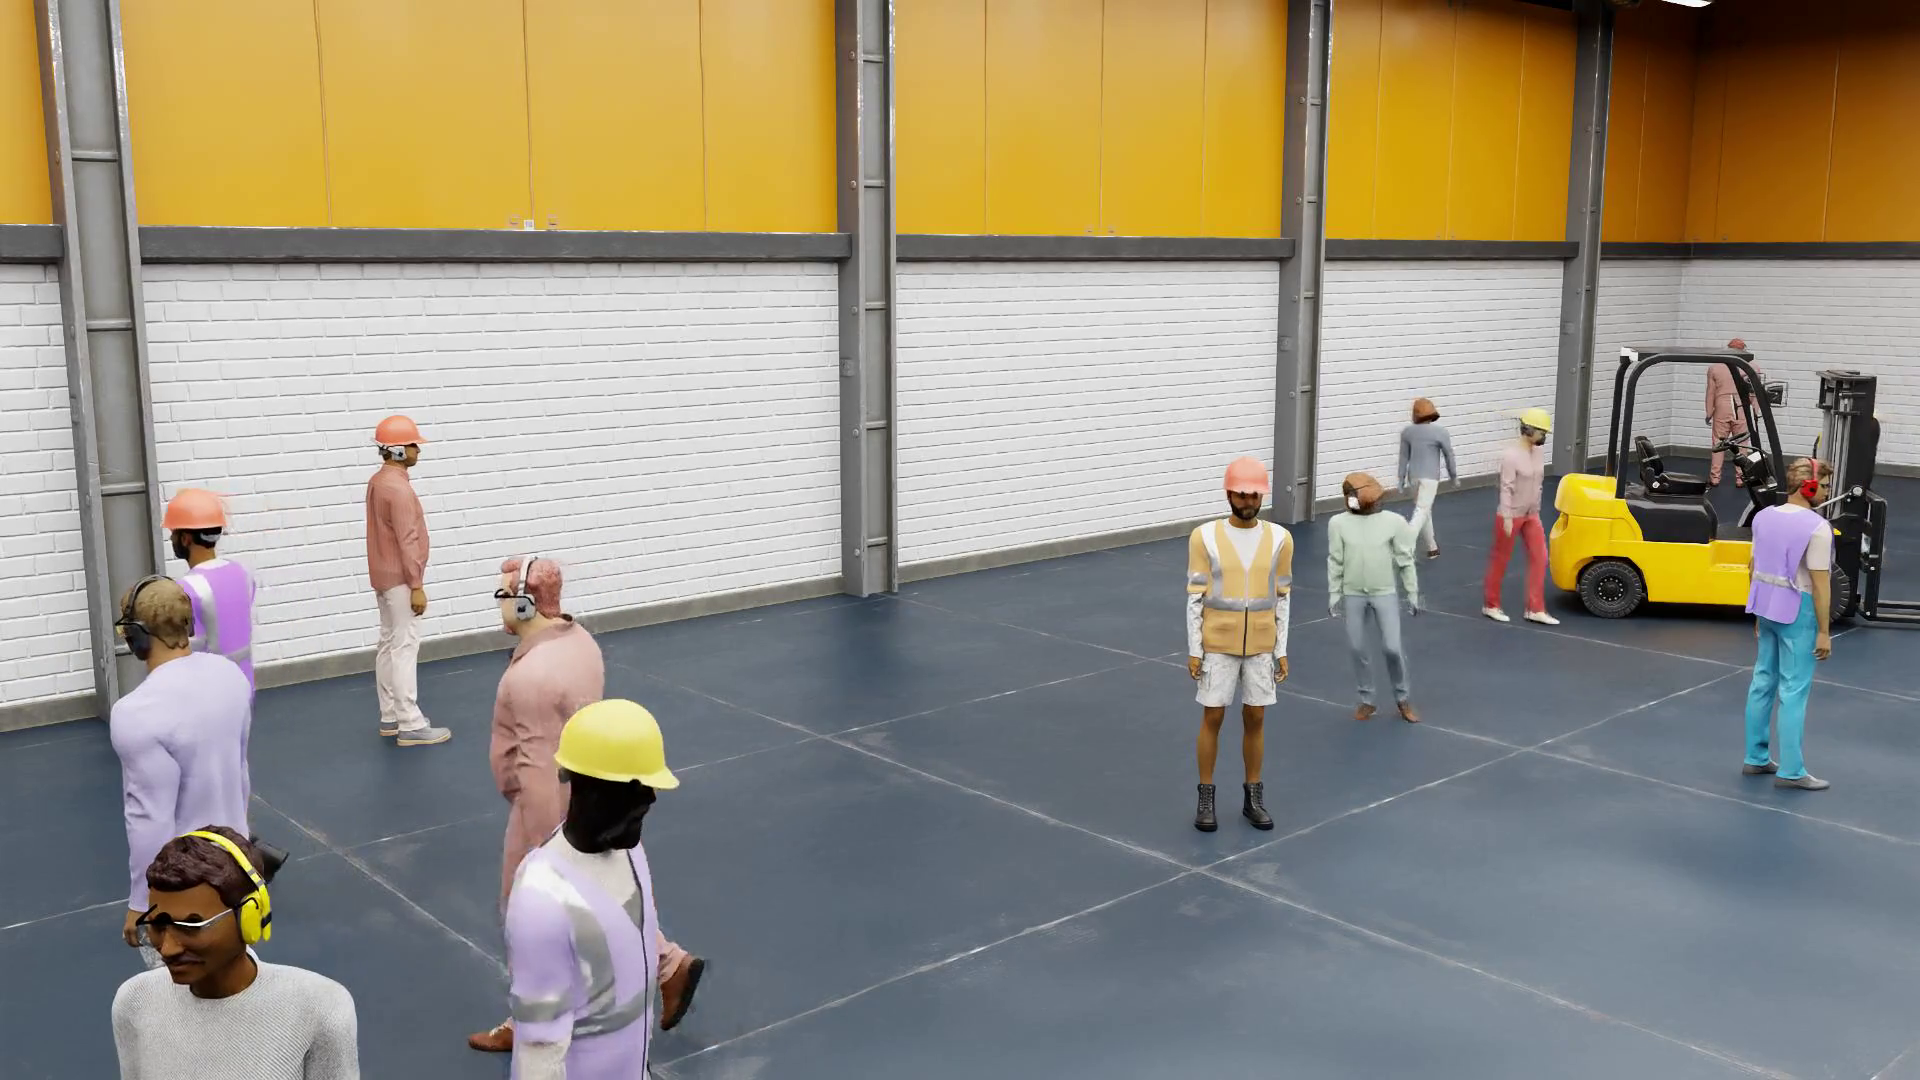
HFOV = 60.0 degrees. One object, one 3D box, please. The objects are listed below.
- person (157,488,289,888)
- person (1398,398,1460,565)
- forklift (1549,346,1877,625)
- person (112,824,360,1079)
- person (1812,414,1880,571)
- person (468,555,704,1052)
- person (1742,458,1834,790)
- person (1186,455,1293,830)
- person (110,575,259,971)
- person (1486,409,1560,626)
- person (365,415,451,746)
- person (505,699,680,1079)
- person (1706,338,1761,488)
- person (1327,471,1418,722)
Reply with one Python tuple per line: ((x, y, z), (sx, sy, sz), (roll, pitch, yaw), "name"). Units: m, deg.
((-3.332, 0.722, 7.479), (0.544, 1.923, 0.548), (2, 10, 11), "person")
((4.446, -0.568, 15.980), (0.834, 1.594, 0.515), (-8, 13, -40), "person")
((6.109, -0.478, 13.691), (2.313, 2.155, 1.214), (3, 10, 16), "forklift")
((-1.420, 1.459, 3.303), (0.534, 1.868, 0.310), (1, 10, 3), "person")
((8.090, -0.567, 15.277), (0.446, 1.828, 0.633), (-2, 10, -11), "person")
((-1.410, 0.978, 6.107), (0.778, 1.880, 0.646), (1, 10, 5), "person")
((4.592, 0.461, 9.235), (0.388, 1.837, 0.563), (-2, 10, -13), "person")
((1.433, 0.530, 8.530), (0.545, 1.942, 0.349), (-1, 10, -4), "person")
((-2.502, 1.066, 5.403), (0.351, 1.936, 0.635), (1, 10, 5), "person")
((4.522, -0.165, 13.220), (0.574, 1.719, 0.758), (-6, 11, -32), "person")
((-3.378, 0.238, 10.074), (0.384, 1.996, 0.610), (-7, 12, -35), "person")
((-0.887, 1.314, 4.037), (0.456, 1.904, 0.610), (2, 10, 10), "person")
((9.834, -1.613, 21.179), (0.639, 1.908, 0.409), (5, 11, 28), "person")
((2.597, 0.366, 10.508), (0.588, 1.604, 0.340), (5, 11, 25), "person")
